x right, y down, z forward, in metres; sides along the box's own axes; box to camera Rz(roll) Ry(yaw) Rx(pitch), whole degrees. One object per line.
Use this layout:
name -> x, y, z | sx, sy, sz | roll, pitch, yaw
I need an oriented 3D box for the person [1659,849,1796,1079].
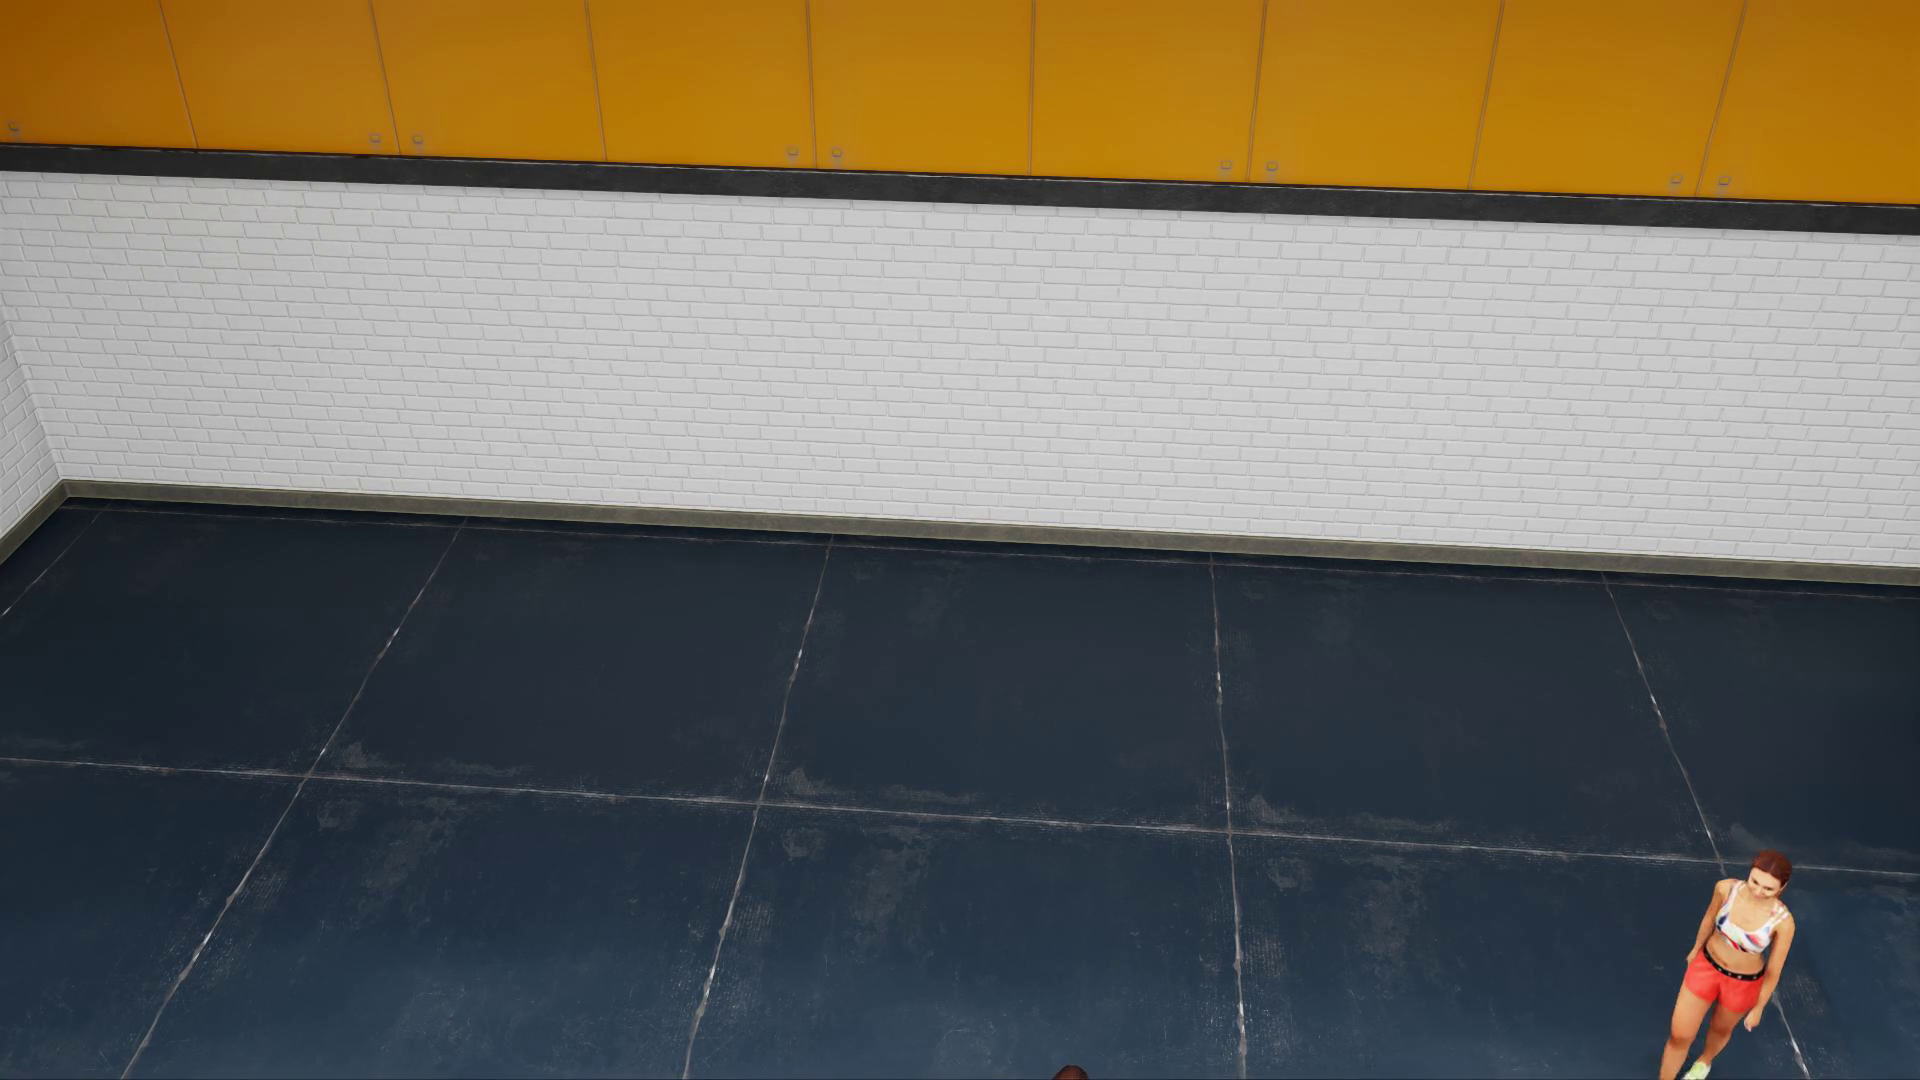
person -> 3.900, 2.162, 8.380 | 1.000, 1.767, 0.913 | -27, 42, -34
